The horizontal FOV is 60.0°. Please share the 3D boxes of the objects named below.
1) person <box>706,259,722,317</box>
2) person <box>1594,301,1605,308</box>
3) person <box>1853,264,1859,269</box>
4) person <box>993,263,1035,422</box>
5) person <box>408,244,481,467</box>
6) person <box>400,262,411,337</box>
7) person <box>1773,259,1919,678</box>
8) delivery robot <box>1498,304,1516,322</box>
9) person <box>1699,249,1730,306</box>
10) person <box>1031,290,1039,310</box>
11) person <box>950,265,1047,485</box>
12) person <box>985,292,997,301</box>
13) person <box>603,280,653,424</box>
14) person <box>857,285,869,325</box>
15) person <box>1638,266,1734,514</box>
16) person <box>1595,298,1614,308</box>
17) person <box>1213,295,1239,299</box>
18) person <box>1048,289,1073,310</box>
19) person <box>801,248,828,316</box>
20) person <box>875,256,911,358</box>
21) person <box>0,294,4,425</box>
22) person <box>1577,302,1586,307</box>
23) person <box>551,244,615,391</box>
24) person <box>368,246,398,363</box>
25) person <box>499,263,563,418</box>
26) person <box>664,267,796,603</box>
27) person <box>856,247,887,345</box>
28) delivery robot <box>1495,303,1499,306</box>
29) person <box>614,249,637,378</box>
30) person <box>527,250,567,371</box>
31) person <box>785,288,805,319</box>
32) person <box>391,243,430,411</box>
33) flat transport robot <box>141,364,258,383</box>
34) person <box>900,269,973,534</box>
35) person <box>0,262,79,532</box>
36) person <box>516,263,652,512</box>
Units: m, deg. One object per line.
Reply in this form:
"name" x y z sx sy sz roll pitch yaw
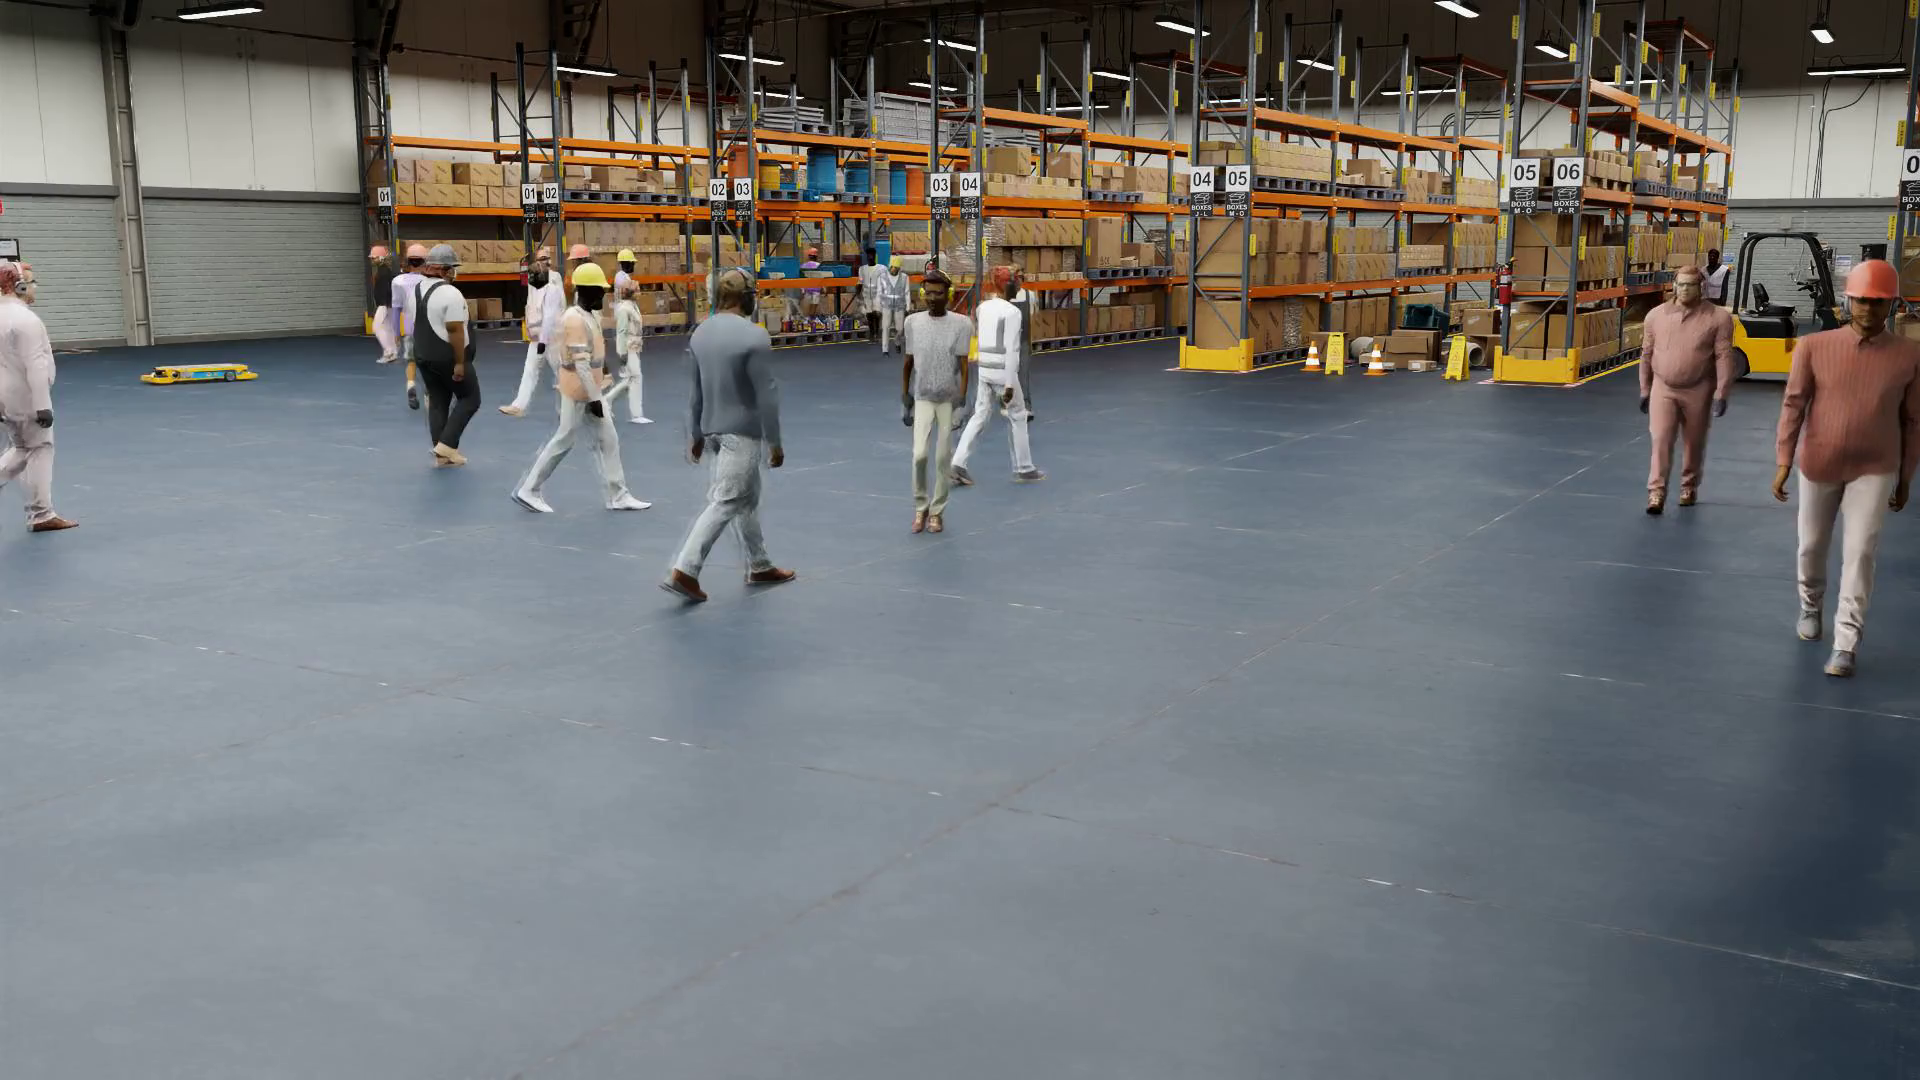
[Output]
"person" -4.906 -4.829 33.669 0.314 1.723 0.602 9 14 42
"person" 15.422 -6.042 39.871 0.683 1.915 0.570 7 12 33
"person" 19.052 -5.141 34.907 0.646 1.892 0.437 5 11 28
"person" 0.615 -2.258 19.039 0.534 1.791 0.987 -3 10 -14
"person" -4.623 -1.661 14.992 0.684 2.000 0.538 7 12 35
"person" -11.857 -5.155 35.703 0.287 1.633 0.497 -7 13 -36
"person" 4.304 -0.377 8.067 0.624 1.962 0.979 5 11 27
"delivery robot" 13.099 -5.489 40.330 0.707 0.478 0.477 -1 10 -8
"person" 14.313 -4.565 31.635 0.380 1.913 0.590 -8 13 -38
"person" 1.526 -5.148 35.766 0.841 1.588 0.509 -9 14 -42
"person" 0.284 -1.369 13.922 0.945 1.849 0.577 -8 13 -37
"person" 0.790 -4.814 32.974 0.625 1.934 0.364 1 10 5
"person" -3.766 -2.112 18.684 0.550 1.619 0.528 0 10 1
"person" -2.354 -6.201 40.961 0.509 1.856 0.497 5 11 26
"person" 5.467 -1.134 12.563 0.666 1.853 0.991 6 12 30
"person" 14.890 -5.773 38.463 0.573 1.900 0.744 -7 12 -33
"person" 5.360 -4.883 33.633 0.914 1.835 0.530 -10 14 -43
"person" 2.166 -5.153 35.404 0.536 1.743 0.697 4 11 21
"person" -3.351 -5.809 38.603 0.555 1.907 0.815 4 11 23
"person" -1.199 -4.157 29.648 0.641 1.801 0.599 -1 10 -8
"person" -10.880 -2.190 18.553 0.430 1.837 0.626 0 10 0
"person" 14.455 -5.696 38.819 0.765 1.609 0.525 -6 12 -28
"person" -5.161 -3.030 22.766 0.866 2.008 0.630 -5 11 -26
"person" -9.742 -3.945 27.988 0.513 1.978 0.620 -4 11 -21
"person" -4.856 -2.302 19.284 0.951 1.794 0.637 -8 13 -37
"person" -1.338 -0.601 9.490 0.992 1.901 0.643 -10 14 -43
"person" -1.776 -4.836 33.066 0.637 1.933 0.818 3 11 17
"delivery robot" 13.215 -5.592 40.907 0.477 0.478 0.707 -1 10 -8
"person" -5.019 -3.400 25.048 0.371 1.929 0.585 -2 10 -10
"person" -6.648 -3.681 26.656 0.630 1.930 1.058 5 11 26
"person" -3.593 -5.296 36.587 0.502 1.604 0.768 7 12 34
"person" -6.461 -2.520 19.867 0.611 2.024 0.757 -2 10 -10
"flat transport robot" -11.135 -2.448 24.356 1.431 0.197 0.652 -10 14 -43
"person" -0.170 -0.950 11.569 0.533 1.840 0.490 1 10 4
"person" -6.583 -0.977 11.575 0.641 1.897 0.570 7 13 36
"person" -2.887 -1.134 12.505 0.976 1.886 0.585 1 10 4
